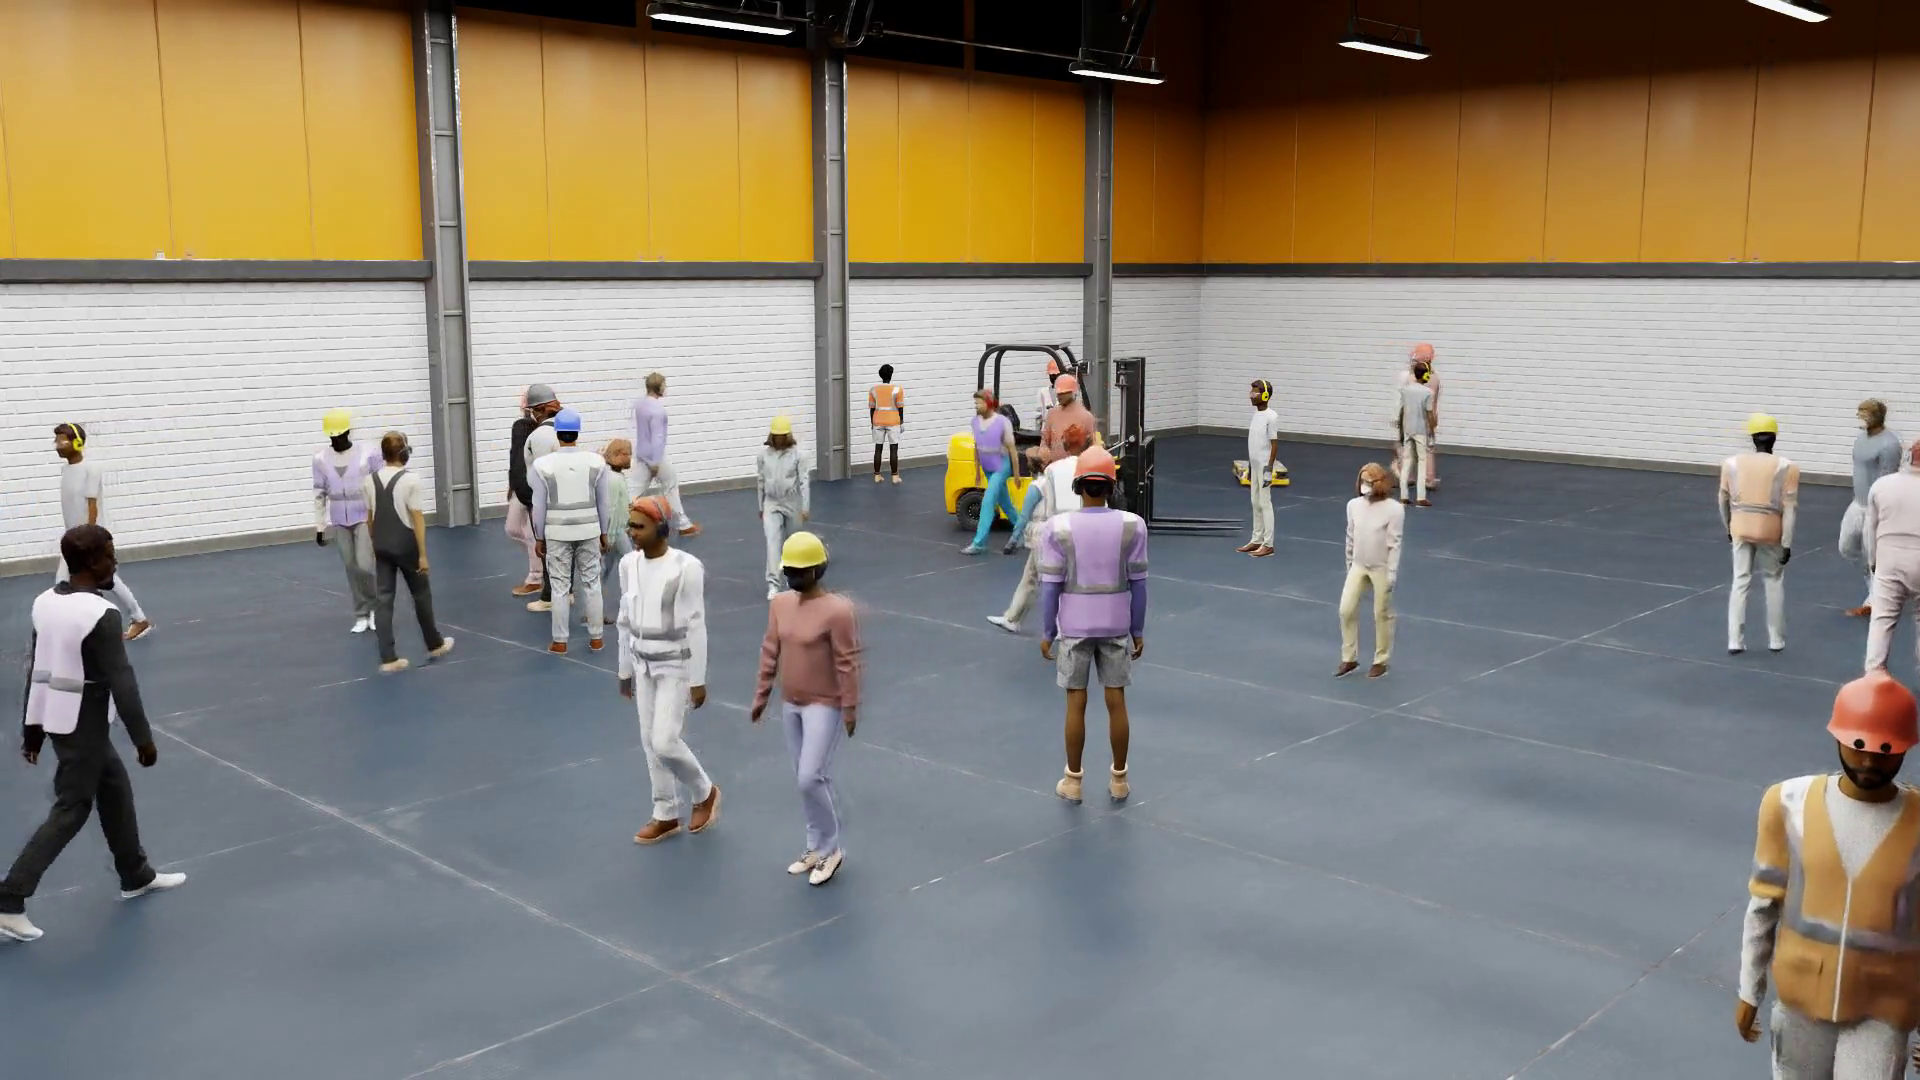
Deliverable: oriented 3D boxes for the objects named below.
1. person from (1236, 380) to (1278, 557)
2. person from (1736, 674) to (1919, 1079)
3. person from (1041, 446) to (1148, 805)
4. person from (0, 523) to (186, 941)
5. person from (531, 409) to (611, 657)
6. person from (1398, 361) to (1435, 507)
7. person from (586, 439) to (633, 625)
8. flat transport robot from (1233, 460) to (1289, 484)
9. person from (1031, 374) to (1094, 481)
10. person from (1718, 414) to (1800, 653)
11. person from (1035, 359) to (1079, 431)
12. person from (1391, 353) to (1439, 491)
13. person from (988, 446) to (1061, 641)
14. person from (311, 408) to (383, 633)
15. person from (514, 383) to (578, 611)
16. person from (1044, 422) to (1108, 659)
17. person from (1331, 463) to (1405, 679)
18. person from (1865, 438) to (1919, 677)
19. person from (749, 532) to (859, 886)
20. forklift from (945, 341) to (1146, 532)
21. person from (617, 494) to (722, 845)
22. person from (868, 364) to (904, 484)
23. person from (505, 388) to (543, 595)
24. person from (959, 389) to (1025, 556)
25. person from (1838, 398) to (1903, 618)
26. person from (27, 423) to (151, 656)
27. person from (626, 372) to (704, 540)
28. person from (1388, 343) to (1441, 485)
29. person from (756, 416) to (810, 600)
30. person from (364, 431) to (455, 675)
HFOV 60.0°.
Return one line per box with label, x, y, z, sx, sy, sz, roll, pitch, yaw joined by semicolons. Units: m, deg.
person;3.171;-0.757;17.605;0.329;1.867;0.511;-2;10;-15
person;2.609;1.297;4.882;0.549;1.908;0.927;7;12;36
person;0.753;0.486;9.435;0.605;2.044;0.375;-1;9;-5
person;-4.111;0.863;7.674;0.611;1.875;0.971;7;12;37
person;-3.045;-0.055;13.045;0.605;1.948;0.391;-4;10;-23
person;5.838;-1.349;21.268;0.342;1.860;0.530;-8;13;-42
person;-2.819;-0.057;14.108;0.815;1.592;0.519;-2;9;-9
flat transport robot;4.299;-0.976;23.819;0.652;0.197;1.431;1;9;4
person;1.131;-0.748;17.377;0.854;1.970;0.615;-8;12;-40
person;6.297;-0.045;13.163;0.606;1.897;0.661;8;12;40
person;1.184;-1.266;20.498;0.551;1.936;0.356;3;10;20
person;6.260;-1.615;22.834;0.660;1.873;0.708;-5;11;-28
person;0.601;0.029;13.603;0.832;1.593;0.525;3;10;20
person;-5.053;-0.158;13.812;0.633;1.898;0.449;1;9;4
person;-3.702;-0.391;14.820;0.537;2.000;0.678;1;9;8
person;0.924;0.022;12.827;0.613;1.862;0.489;8;12;39
person;3.000;0.244;12.240;0.502;1.615;0.558;9;13;43
person;6.781;0.191;11.816;0.998;1.860;0.664;-9;13;-42
person;-0.786;0.827;8.241;0.537;1.752;0.473;8;12;40
forklift;0.977;-1.223;19.452;2.313;2.155;1.214;2;9;11
person;-1.570;0.686;8.736;0.589;1.867;0.426;7;12;37
person;-1.037;-1.637;23.535;0.532;1.694;0.320;3;10;18
person;-3.968;-0.456;15.487;0.669;1.966;0.486;8;12;39
person;0.428;-0.738;17.799;0.984;1.778;0.562;-6;11;-34
person;7.920;-0.270;14.436;0.429;1.924;0.653;0;9;-1
person;-6.987;-0.033;13.297;0.514;1.832;0.967;4;10;25
person;-3.436;-0.939;18.653;1.020;1.894;0.631;-6;11;-34
person;6.479;-1.805;23.641;0.620;2.006;1.025;-5;11;-30
person;-1.643;-0.337;15.585;0.494;1.696;0.886;0;9;2
person;-4.196;0.073;12.658;0.540;1.814;0.852;2;10;13
